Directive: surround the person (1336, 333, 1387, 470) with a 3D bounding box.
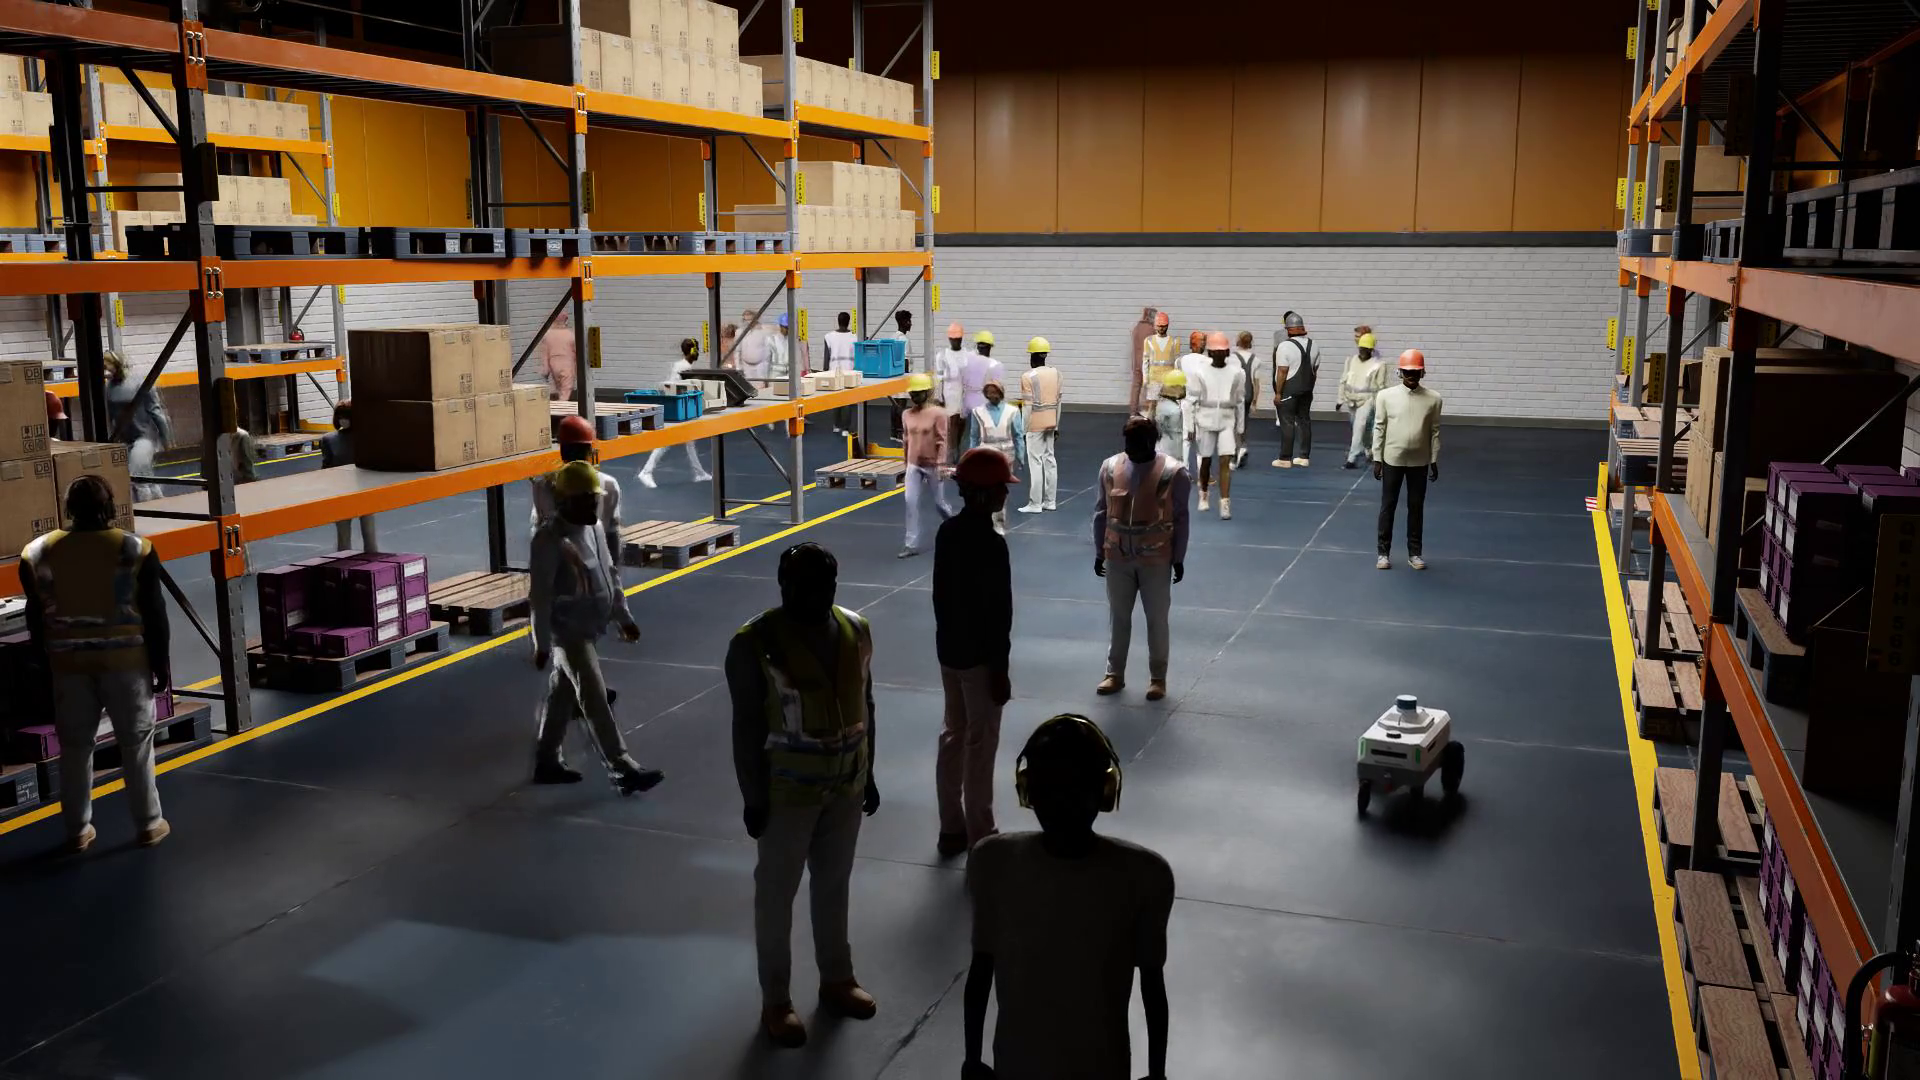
[{"bbox_3d":[5.314,-1.835,21.869,0.892,1.793,0.589,-9,14,-43],"label":"person"}]

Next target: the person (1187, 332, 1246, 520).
[{"bbox_3d":[2.773,-1.251,18.007,0.628,2.000,0.955,1,10,5],"label":"person"}]

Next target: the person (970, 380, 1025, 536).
[{"bbox_3d":[0.374,-0.782,16.472,0.534,1.586,0.855,0,10,-2],"label":"person"}]

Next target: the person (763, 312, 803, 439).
[{"bbox_3d":[-2.689,-2.501,25.256,0.608,1.922,0.661,-3,11,-19],"label":"person"}]

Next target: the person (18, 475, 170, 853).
[{"bbox_3d":[-4.154,0.597,8.058,0.621,1.835,0.430,-2,10,-13],"label":"person"}]

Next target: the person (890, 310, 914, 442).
[{"bbox_3d":[-0.876,-2.452,24.839,0.370,1.966,0.608,-4,11,-19],"label":"person"}]

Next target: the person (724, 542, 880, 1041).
[{"bbox_3d":[-0.553,0.917,6.220,0.627,1.844,0.429,-8,13,-39],"label":"person"}]

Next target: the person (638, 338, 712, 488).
[{"bbox_3d":[-3.471,-1.553,20.292,1.038,1.802,0.569,-5,11,-26],"label":"person"}]

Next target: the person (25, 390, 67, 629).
[{"bbox_3d":[-6.301,-0.074,11.535,0.375,1.933,0.550,1,10,3],"label":"person"}]

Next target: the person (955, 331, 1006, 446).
[{"bbox_3d":[0.294,-1.632,20.500,0.591,1.861,1.041,6,12,29],"label":"person"}]

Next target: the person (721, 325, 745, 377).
[{"bbox_3d":[-3.787,-2.809,27.890,0.872,1.585,0.543,-6,12,-31],"label":"person"}]

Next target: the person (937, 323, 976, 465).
[{"bbox_3d":[-0.055,-1.990,22.445,0.541,1.900,0.919,-2,10,-13],"label":"person"}]

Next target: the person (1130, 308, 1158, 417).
[{"bbox_3d":[3.119,-2.945,27.865,0.459,1.879,0.743,-3,11,-17],"label":"person"}]

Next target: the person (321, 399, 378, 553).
[{"bbox_3d":[-5.150,-0.382,14.119,0.506,1.632,0.268,-1,10,-5],"label":"person"}]

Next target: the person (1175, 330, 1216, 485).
[{"bbox_3d":[2.888,-1.613,20.339,0.574,1.887,0.355,8,13,39],"label":"person"}]

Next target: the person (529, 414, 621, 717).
[{"bbox_3d":[-2.290,0.200,10.070,0.556,1.915,0.783,-8,13,-38],"label":"person"}]

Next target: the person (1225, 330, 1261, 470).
[{"bbox_3d":[3.643,-1.793,21.531,0.554,1.823,0.564,-3,10,-14],"label":"person"}]

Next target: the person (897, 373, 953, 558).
[{"bbox_3d":[-0.301,-0.722,15.741,0.531,1.740,0.751,6,12,30],"label":"person"}]

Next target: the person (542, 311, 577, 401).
[{"bbox_3d":[-6.390,-2.749,26.812,0.657,1.864,0.978,2,10,10],"label":"person"}]

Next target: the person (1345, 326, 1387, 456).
[{"bbox_3d":[5.618,-2.050,23.036,0.630,1.809,0.596,1,10,6],"label":"person"}]

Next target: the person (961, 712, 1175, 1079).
[{"bbox_3d":[0.244,1.310,3.918,0.520,1.874,0.332,2,10,10],"label":"person"}]

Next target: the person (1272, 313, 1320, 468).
[{"bbox_3d":[4.383,-1.985,21.998,0.688,2.000,0.536,-6,12,-31],"label":"person"}]

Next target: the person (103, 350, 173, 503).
[{"bbox_3d":[-8.294,-0.961,16.668,0.657,1.881,0.784,4,11,20],"label":"person"}]

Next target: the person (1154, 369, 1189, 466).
[{"bbox_3d":[2.022,-0.788,16.151,0.407,1.732,0.480,-1,10,-6],"label":"person"}]

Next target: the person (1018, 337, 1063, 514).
[{"bbox_3d":[0.863,-1.249,18.172,0.593,1.926,0.366,-10,14,-44],"label":"person"}]

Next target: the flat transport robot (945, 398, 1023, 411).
[{"bbox_3d":[0.526,-2.331,28.932,1.431,0.197,0.652,-4,11,-23],"label":"flat transport robot"}]

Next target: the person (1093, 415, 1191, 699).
[{"bbox_3d":[1.157,0.107,10.779,0.635,1.840,0.429,4,11,22],"label":"person"}]

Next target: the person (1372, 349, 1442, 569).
[{"bbox_3d":[4.035,-0.726,15.038,0.611,1.995,0.375,0,10,2],"label":"person"}]

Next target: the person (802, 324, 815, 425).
[{"bbox_3d":[-2.598,-2.759,27.126,0.304,1.772,0.525,-8,13,-38],"label":"person"}]

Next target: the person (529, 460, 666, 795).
[{"bbox_3d":[-1.951,0.464,8.888,0.890,1.785,0.613,2,10,12],"label":"person"}]

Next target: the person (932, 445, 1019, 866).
[{"bbox_3d":[0.085,0.543,7.890,0.393,1.995,0.612,-5,11,-26],"label":"person"}]

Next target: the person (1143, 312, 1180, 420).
[{"bbox_3d":[2.971,-2.385,24.543,0.551,1.935,0.371,1,10,5],"label":"person"}]

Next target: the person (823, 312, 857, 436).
[{"bbox_3d":[-1.806,-2.583,25.793,0.628,1.880,0.883,-1,10,-5],"label":"person"}]

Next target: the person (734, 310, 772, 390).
[{"bbox_3d":[-3.405,-2.839,27.298,0.666,1.862,0.745,3,11,18],"label":"person"}]

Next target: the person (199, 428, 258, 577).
[{"bbox_3d":[-6.328,-0.397,14.317,0.567,1.599,0.787,3,11,18],"label":"person"}]

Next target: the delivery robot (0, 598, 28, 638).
[{"bbox_3d":[-6.770,0.576,11.496,0.477,0.478,0.707,2,10,11],"label":"delivery robot"}]

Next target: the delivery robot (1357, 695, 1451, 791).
[{"bbox_3d":[2.343,1.062,8.758,0.477,0.478,0.707,5,12,28],"label":"delivery robot"}]

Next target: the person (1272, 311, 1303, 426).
[{"bbox_3d":[5.311,-2.775,26.942,0.535,1.864,0.309,5,11,28],"label":"person"}]
